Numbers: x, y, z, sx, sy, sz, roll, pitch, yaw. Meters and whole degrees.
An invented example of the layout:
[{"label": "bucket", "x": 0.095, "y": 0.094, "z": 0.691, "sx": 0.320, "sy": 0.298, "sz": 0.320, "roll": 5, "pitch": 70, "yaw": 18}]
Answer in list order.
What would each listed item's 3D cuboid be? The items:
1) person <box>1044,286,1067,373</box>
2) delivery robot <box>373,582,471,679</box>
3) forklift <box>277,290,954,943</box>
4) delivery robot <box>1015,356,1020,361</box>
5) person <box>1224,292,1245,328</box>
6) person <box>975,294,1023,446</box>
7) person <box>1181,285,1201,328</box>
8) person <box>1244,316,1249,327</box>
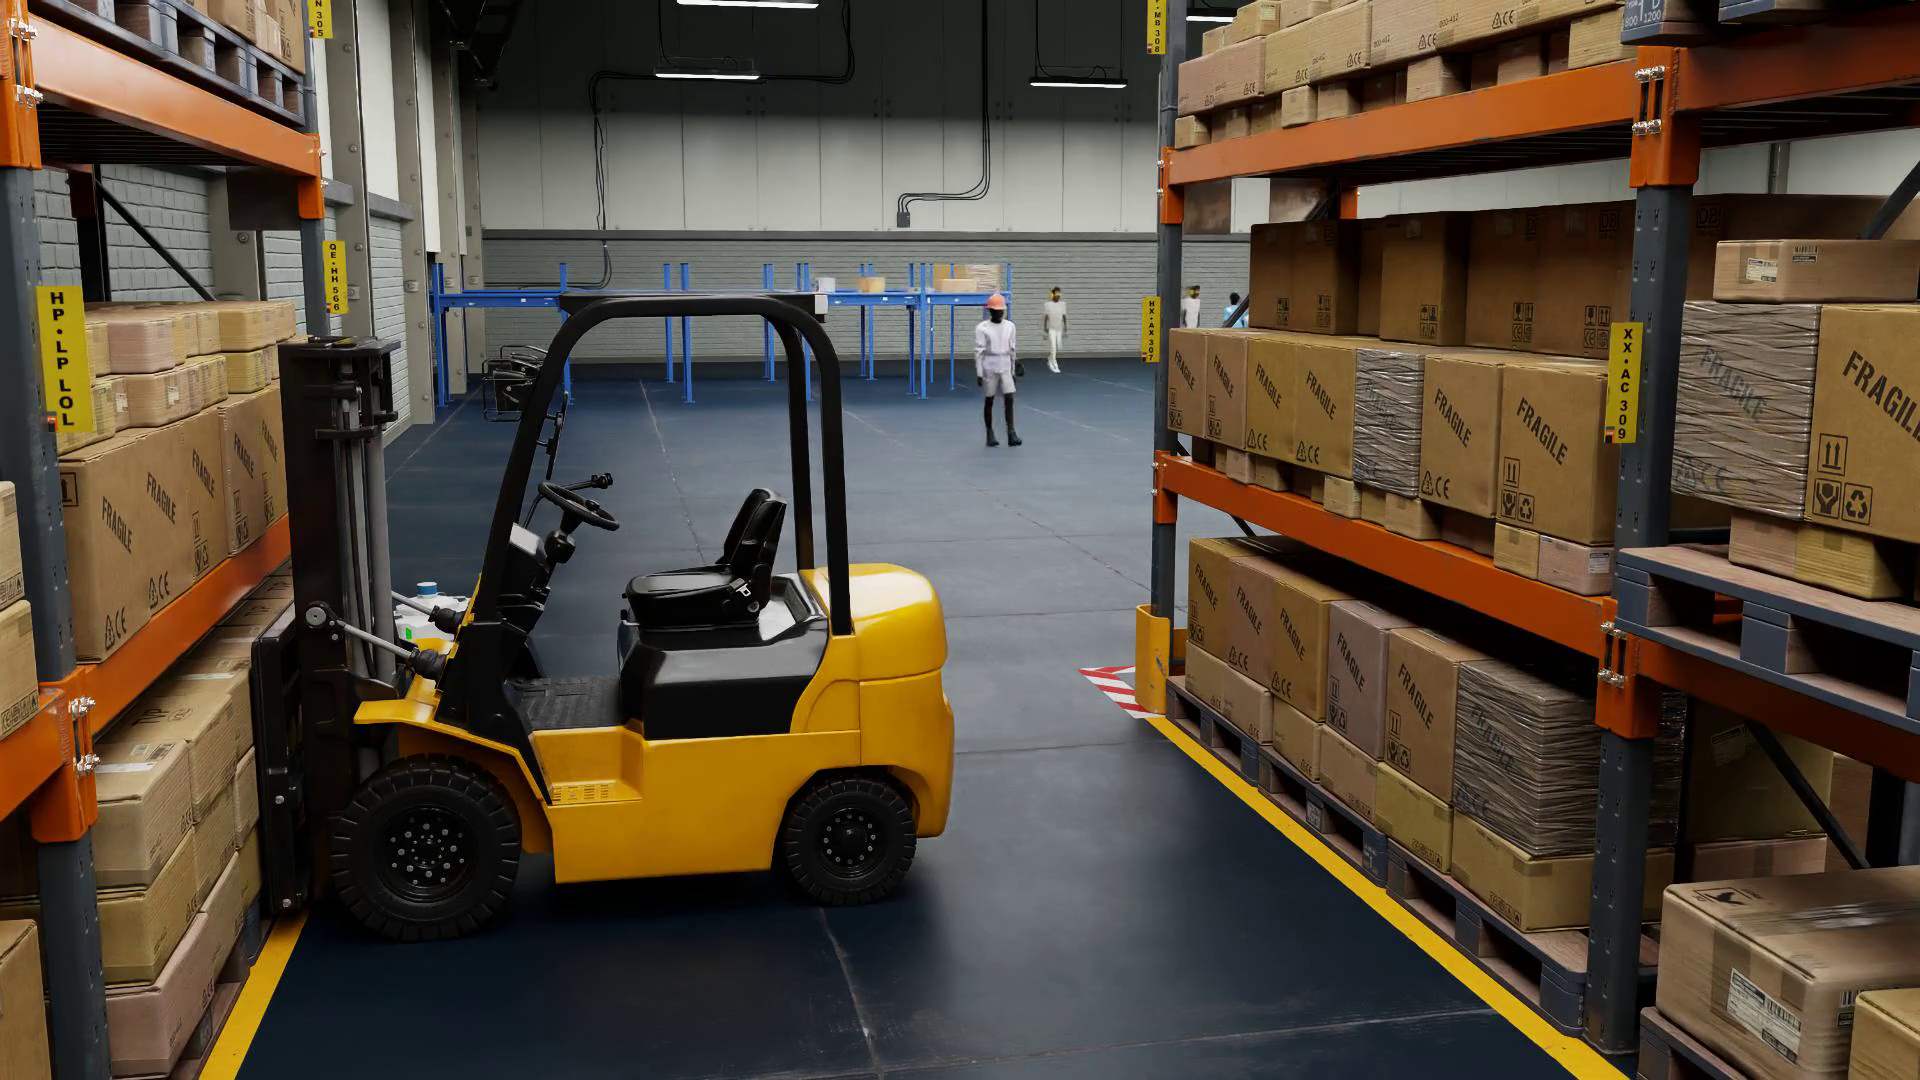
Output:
[{"label": "person", "x": 2.028, "y": -4.527, "z": 35.747, "sx": 0.523, "sy": 1.849, "sz": 0.758, "roll": -3, "pitch": 10, "yaw": -19}, {"label": "delivery robot", "x": -2.881, "y": 0.473, "z": 9.029, "sx": 0.477, "sy": 0.478, "sz": 0.707, "roll": 4, "pitch": 10, "yaw": 22}, {"label": "forklift", "x": -1.179, "y": 0.175, "z": 6.143, "sx": 2.313, "sy": 2.155, "sz": 1.214, "roll": -2, "pitch": 10, "yaw": -12}, {"label": "delivery robot", "x": 0.949, "y": -3.862, "z": 34.658, "sx": 0.335, "sy": 0.223, "sz": 0.698, "roll": -9, "pitch": 13, "yaw": -42}, {"label": "person", "x": 5.992, "y": -4.559, "z": 36.381, "sx": 0.540, "sy": 1.695, "sz": 0.317, "roll": -3, "pitch": 10, "yaw": -20}, {"label": "person", "x": 0.493, "y": -2.102, "z": 20.767, "sx": 0.580, "sy": 1.901, "sz": 0.880, "roll": -3, "pitch": 10, "yaw": -20}, {"label": "person", "x": 5.350, "y": -4.970, "z": 38.421, "sx": 0.553, "sy": 1.846, "sz": 0.409, "roll": -7, "pitch": 12, "yaw": -38}, {"label": "person", "x": 5.543, "y": -3.625, "z": 30.966, "sx": 0.545, "sy": 1.604, "sz": 0.770, "roll": 0, "pitch": 9, "yaw": -1}]
